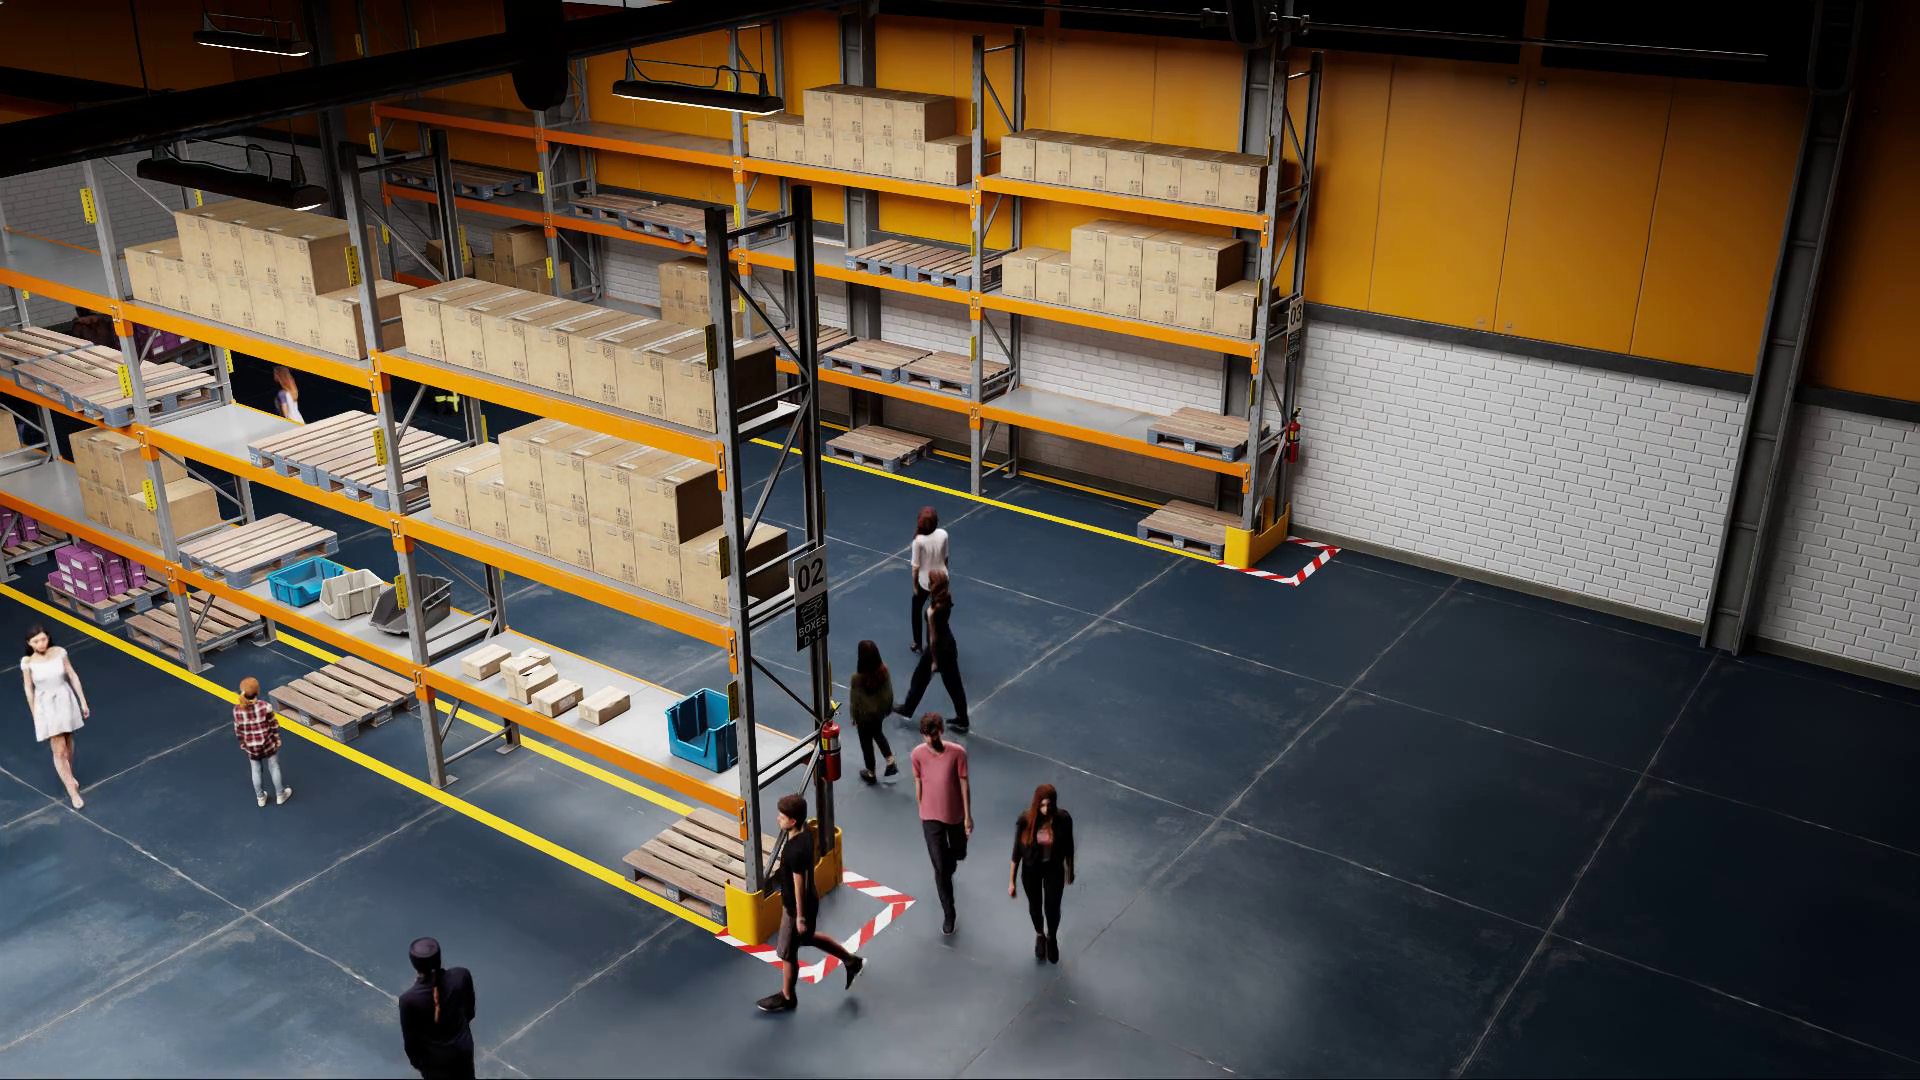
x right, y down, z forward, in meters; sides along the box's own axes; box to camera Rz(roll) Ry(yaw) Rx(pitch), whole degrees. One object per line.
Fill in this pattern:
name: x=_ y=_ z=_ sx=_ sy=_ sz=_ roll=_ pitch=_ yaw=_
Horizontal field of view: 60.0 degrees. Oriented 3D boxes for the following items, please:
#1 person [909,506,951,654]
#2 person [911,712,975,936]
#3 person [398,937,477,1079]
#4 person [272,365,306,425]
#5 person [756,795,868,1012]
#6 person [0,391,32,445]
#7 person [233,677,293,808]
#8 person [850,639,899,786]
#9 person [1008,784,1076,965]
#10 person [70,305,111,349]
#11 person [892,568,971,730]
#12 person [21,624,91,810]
person: x=-0.249 y=0.525 z=17.682 sx=0.834 sy=1.778 sz=0.918 roll=-9 pitch=25 yaw=-19
person: x=-0.126 y=2.210 z=13.641 sx=1.158 sy=1.926 sz=1.151 roll=-2 pitch=24 yaw=-5
person: x=-3.427 y=3.449 z=11.168 sx=0.919 sy=1.638 sz=1.108 roll=-15 pitch=28 yaw=-31
person: x=-8.928 y=-1.518 z=22.475 sx=1.171 sy=1.682 sz=0.913 roll=4 pitch=24 yaw=8
person: x=-1.119 y=2.735 z=12.551 sx=1.195 sy=1.838 sz=1.105 roll=-3 pitch=24 yaw=-6
person: x=-12.852 y=-1.621 z=22.642 sx=0.708 sy=1.738 sz=0.637 roll=13 pitch=27 yaw=27
person: x=-6.424 y=1.844 z=15.253 sx=0.620 sy=1.306 sz=0.682 roll=-4 pitch=24 yaw=-8
person: x=-0.786 y=1.631 z=15.536 sx=0.685 sy=1.469 sz=0.726 roll=-19 pitch=30 yaw=-36
person: x=0.668 y=2.563 z=13.141 sx=0.766 sy=1.681 sz=0.851 roll=4 pitch=24 yaw=9
person: x=-12.932 y=-2.666 z=24.941 sx=1.229 sy=1.810 sz=0.939 roll=8 pitch=25 yaw=18
person: x=-0.106 y=1.117 z=16.416 sx=1.107 sy=1.707 sz=0.737 roll=11 pitch=26 yaw=23
person: x=-8.367 y=1.554 z=15.359 sx=0.984 sy=1.752 sz=0.729 roll=21 pitch=31 yaw=39
